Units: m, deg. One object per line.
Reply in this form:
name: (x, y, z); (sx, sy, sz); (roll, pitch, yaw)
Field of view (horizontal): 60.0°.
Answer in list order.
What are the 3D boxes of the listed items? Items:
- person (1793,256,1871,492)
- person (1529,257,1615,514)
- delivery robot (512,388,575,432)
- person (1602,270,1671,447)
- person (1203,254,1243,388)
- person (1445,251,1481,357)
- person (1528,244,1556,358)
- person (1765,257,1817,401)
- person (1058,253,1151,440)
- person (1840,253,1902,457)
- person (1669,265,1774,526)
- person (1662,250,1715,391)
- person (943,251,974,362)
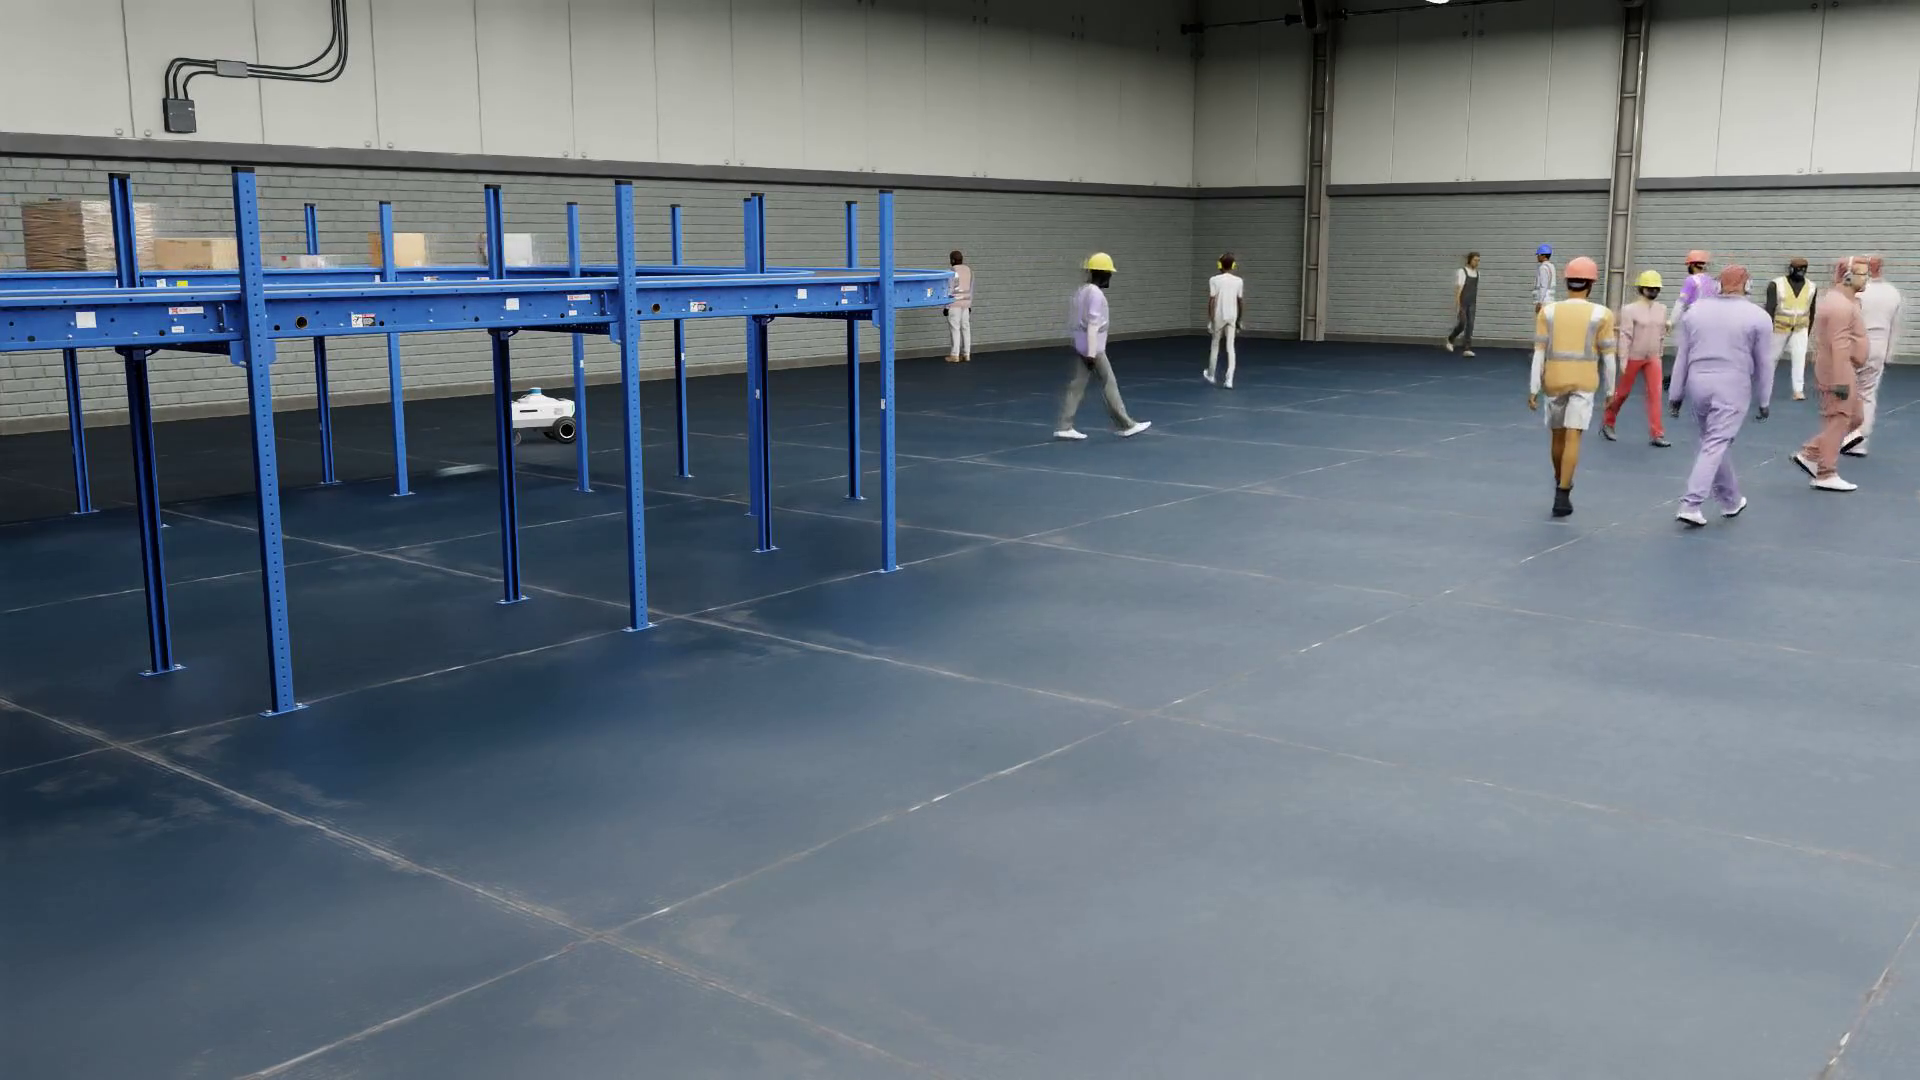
person: (7.135, -1.342, 13.449); (0.433, 1.888, 0.665); (5, 12, 27)
person: (4.636, -1.173, 12.538); (0.569, 1.878, 0.989); (7, 12, 33)
delivery robot: (-4.254, -1.287, 16.705); (0.707, 0.478, 0.477); (-6, 12, -28)
person: (6.780, -1.830, 16.618); (0.541, 1.726, 0.897); (-2, 10, -13)
person: (3.647, -3.036, 23.019); (0.560, 1.816, 0.969); (-1, 10, -8)
person: (8.782, -4.105, 28.942); (0.525, 1.825, 0.509); (-5, 11, -26)
person: (10.023, -4.105, 28.600); (0.400, 1.945, 0.615); (6, 12, 31)
person: (10.650, -2.732, 21.409); (0.630, 1.808, 0.917); (2, 10, 9)
person: (1.438, -1.947, 16.823); (0.969, 1.873, 0.615); (-1, 10, -8)
person: (8.415, -1.730, 15.583); (0.676, 1.892, 0.428); (-2, 10, -9)
person: (5.447, -1.032, 11.889); (0.991, 1.848, 0.658); (-7, 12, -35)
person: (9.647, -2.873, 21.973); (0.563, 1.874, 1.020); (-9, 14, -41)
person: (-0.050, -3.909, 27.817); (0.626, 1.840, 0.430); (-10, 14, -44)
